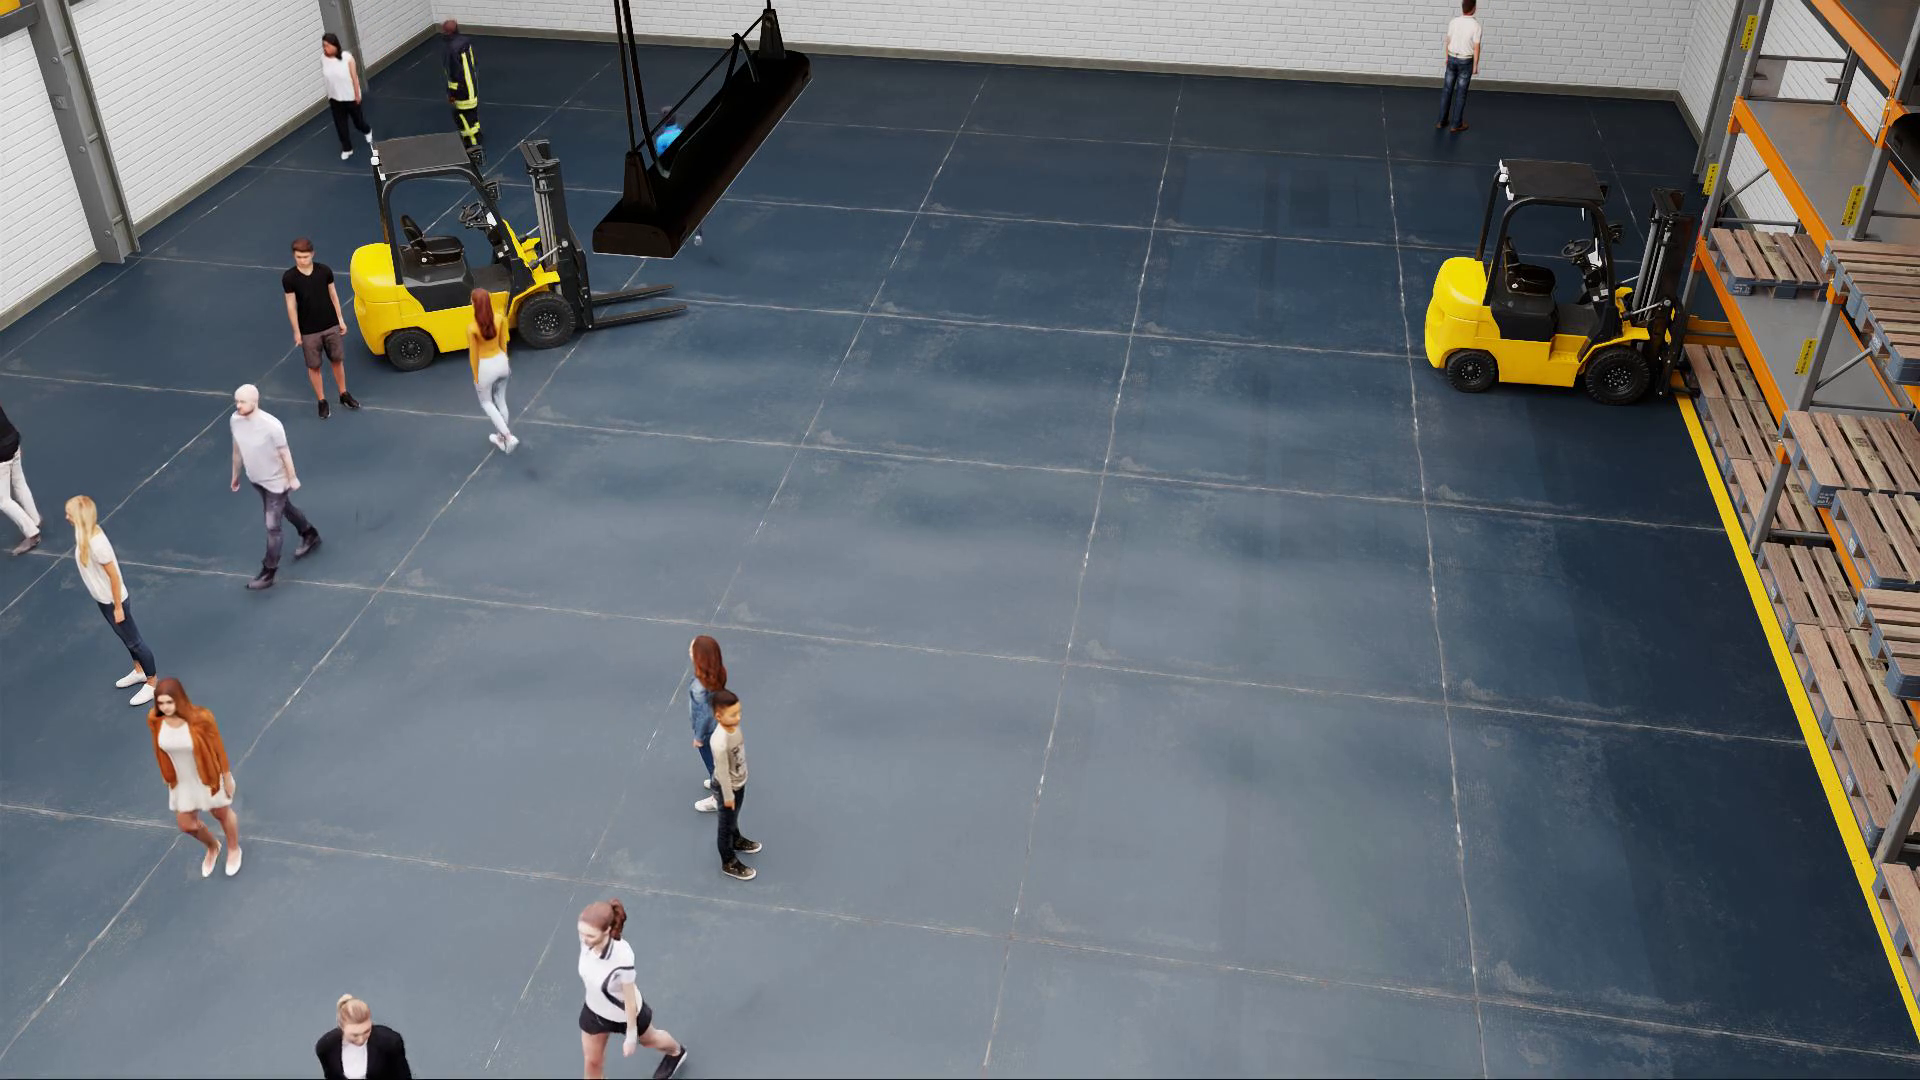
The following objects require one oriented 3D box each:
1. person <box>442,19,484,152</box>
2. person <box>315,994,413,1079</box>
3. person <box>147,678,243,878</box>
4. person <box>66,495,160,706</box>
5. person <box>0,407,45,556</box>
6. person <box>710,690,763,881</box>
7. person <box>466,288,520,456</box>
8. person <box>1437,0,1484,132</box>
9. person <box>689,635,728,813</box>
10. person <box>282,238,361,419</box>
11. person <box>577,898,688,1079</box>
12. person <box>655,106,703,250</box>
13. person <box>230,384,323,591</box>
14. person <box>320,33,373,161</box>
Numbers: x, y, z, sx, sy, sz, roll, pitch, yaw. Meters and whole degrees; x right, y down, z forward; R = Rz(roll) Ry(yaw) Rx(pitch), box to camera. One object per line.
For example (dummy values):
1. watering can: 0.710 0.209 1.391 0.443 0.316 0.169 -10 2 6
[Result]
1. person: -6.810 -6.253 22.759 0.829 1.801 0.623 15 37 22
2. person: -3.123 2.978 8.986 0.681 1.674 0.780 5 34 7
3. person: -5.088 1.518 11.153 0.712 1.706 0.691 -2 34 -4
4. person: -6.461 0.439 12.685 0.702 1.808 0.670 -26 41 -33
5. person: -8.353 -0.757 14.509 0.968 1.780 0.641 6 34 8
6. person: -1.559 1.619 11.219 0.606 1.464 0.450 4 34 6
7. person: -4.385 -1.560 15.755 0.911 1.738 0.927 -27 42 -35
8. person: 7.024 -6.706 23.390 0.754 1.856 0.770 28 43 35
9. person: -1.756 1.277 11.722 0.611 1.477 0.425 6 34 8
10. person: -6.376 -2.146 16.526 0.766 1.860 0.827 -21 39 -28
11. person: -1.874 2.644 9.468 0.853 1.696 1.225 19 38 26
12. person: -3.324 -4.274 19.796 0.902 1.785 0.956 -23 40 -30
13. person: -5.814 -0.545 14.187 0.935 1.785 1.278 17 37 24
14. person: -8.332 -6.052 22.575 0.661 1.670 0.859 5 34 7
